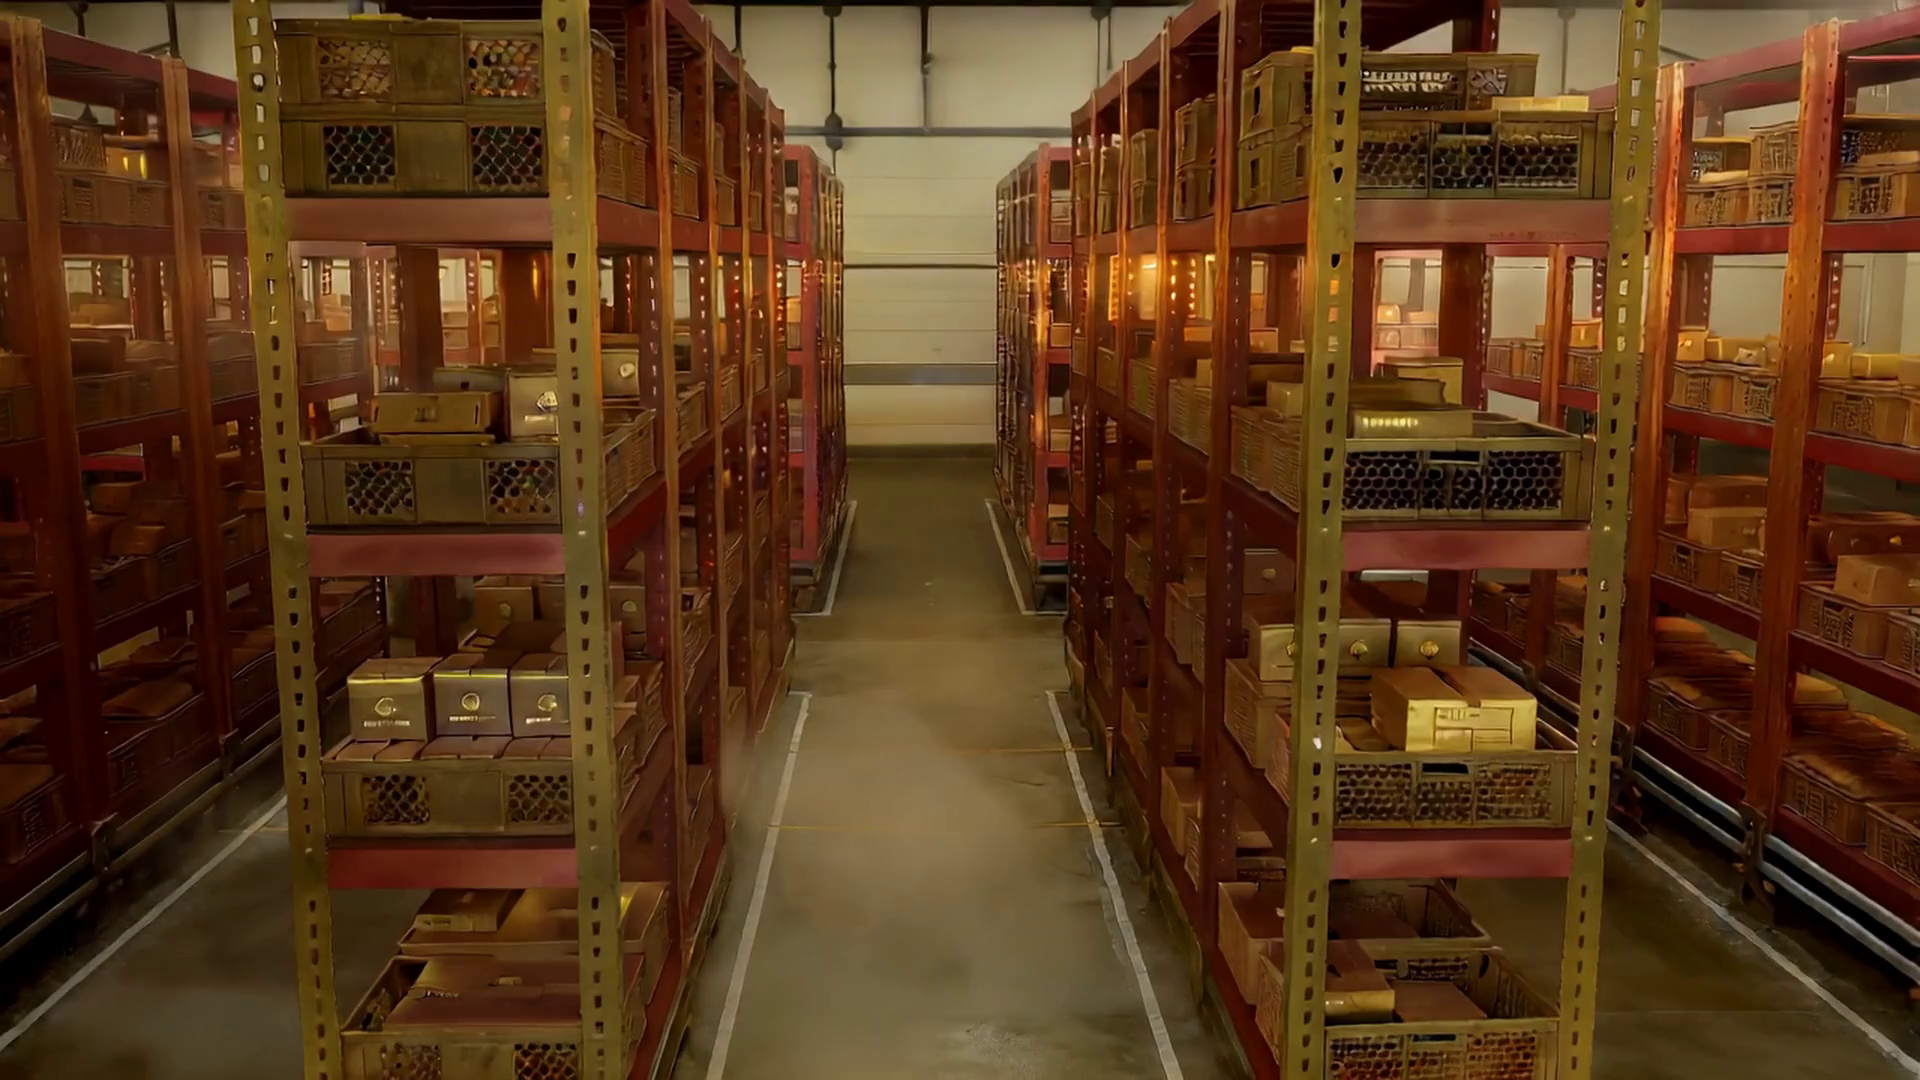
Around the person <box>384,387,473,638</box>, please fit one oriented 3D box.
[{"bbox_3d":[-3.900,-0.183,11.972,0.595,1.830,0.574,3,10,19],"label":"person"}]
